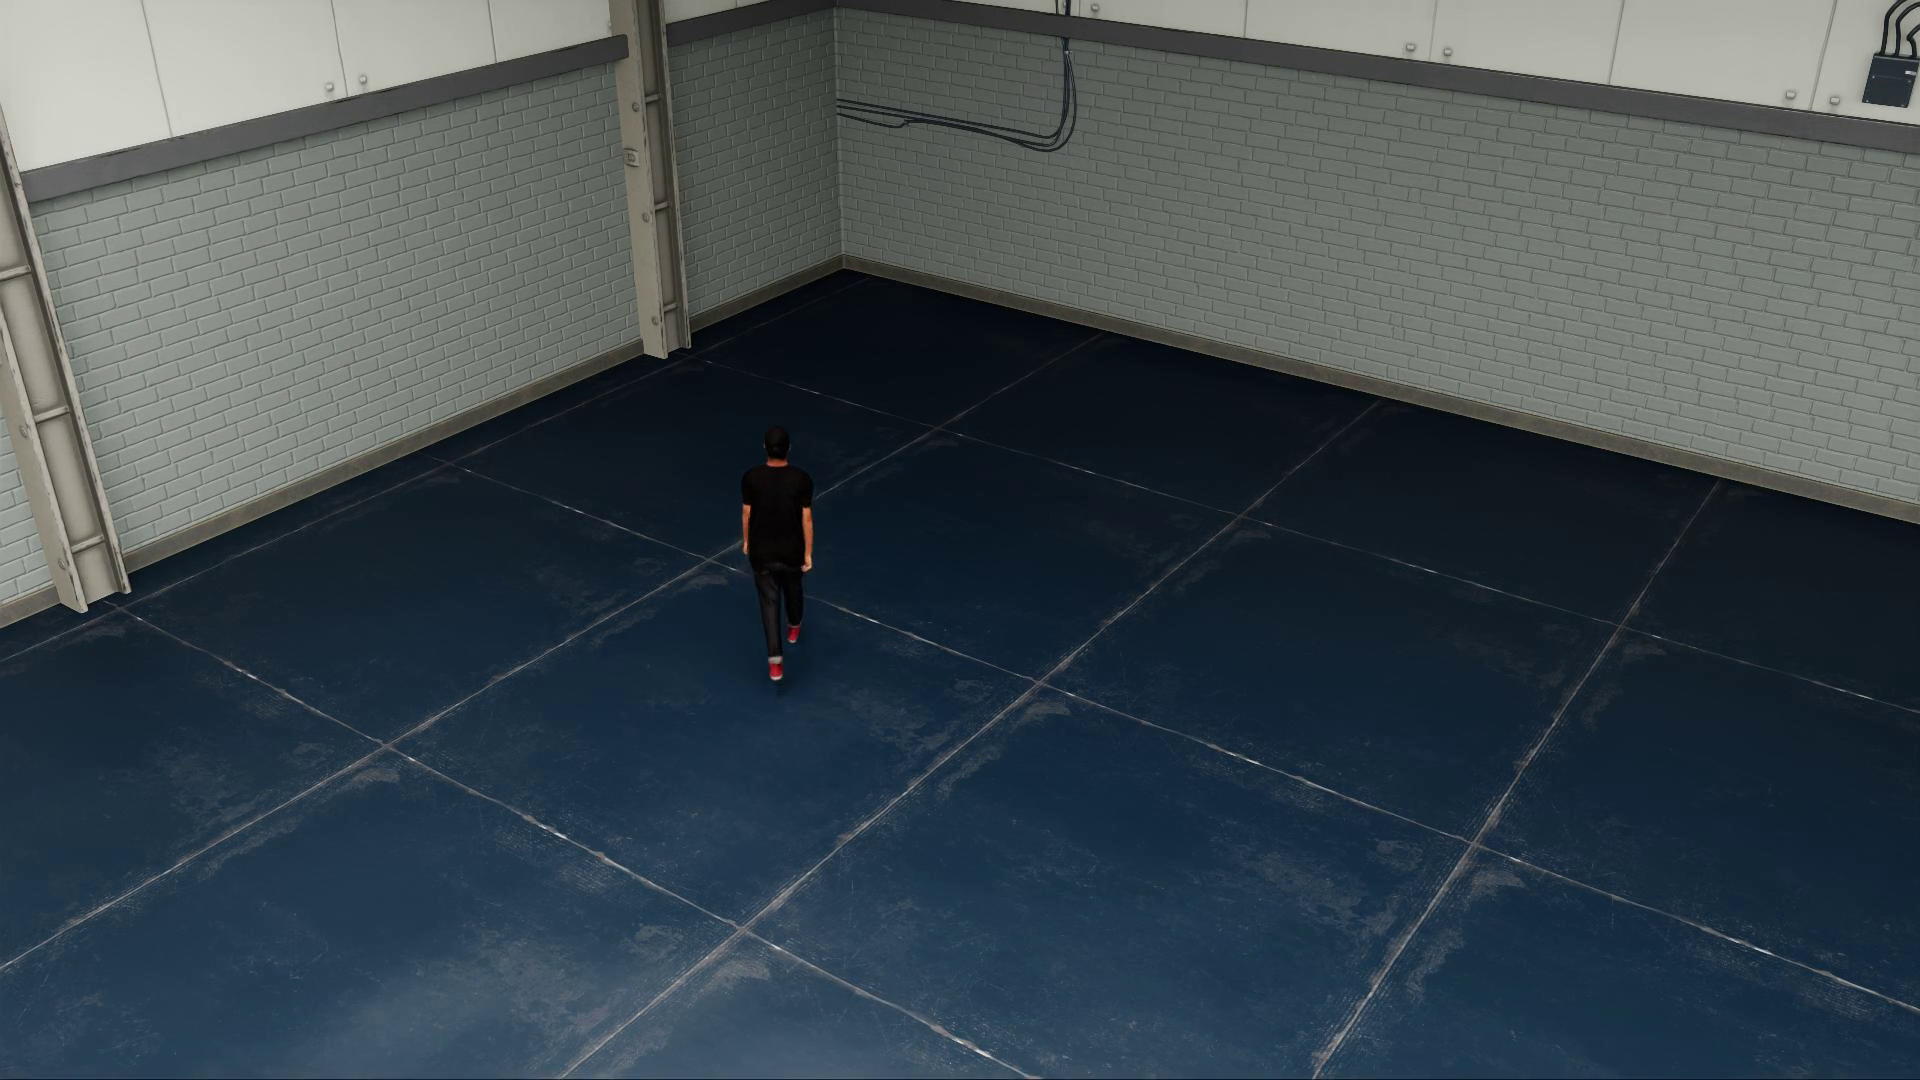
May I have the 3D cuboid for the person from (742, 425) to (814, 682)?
[{"bbox_3d":[-1.208,0.111,10.955,1.100,1.728,1.201,-2,28,-5],"label":"person"}]
